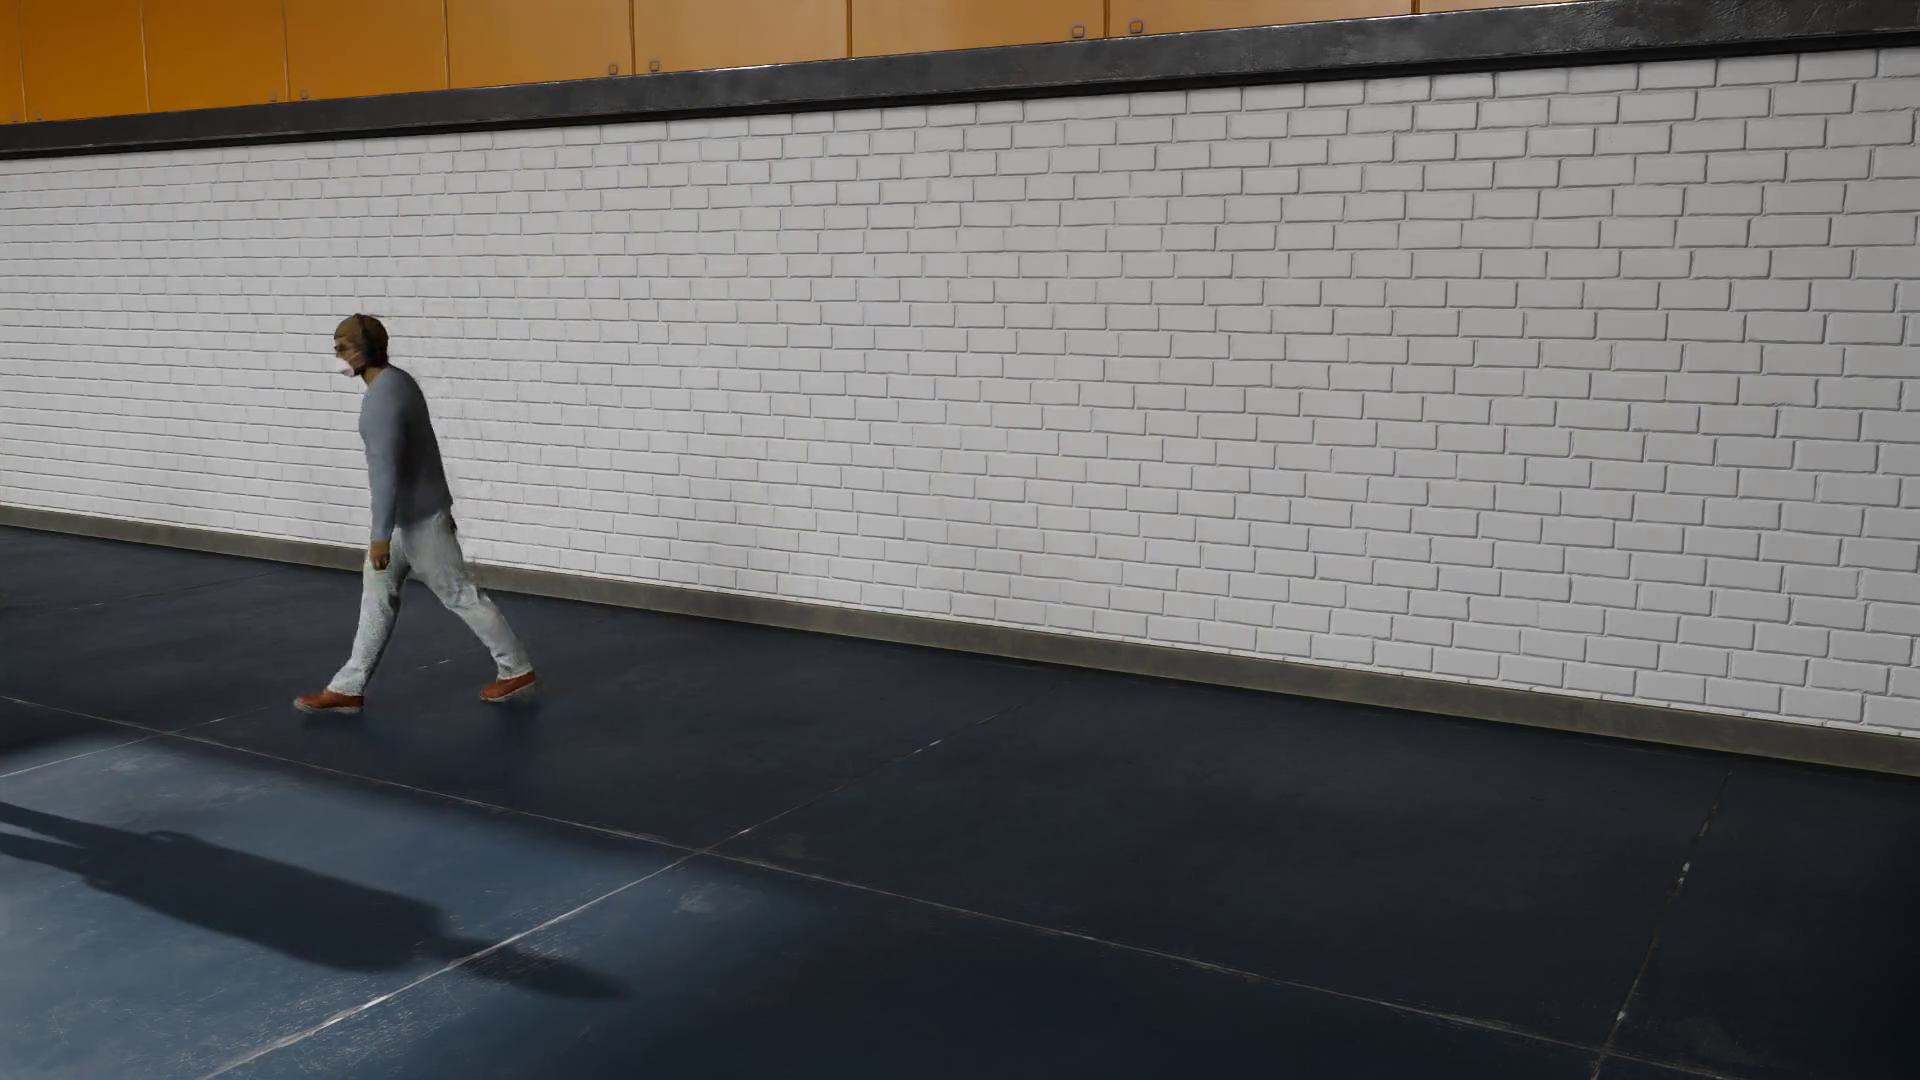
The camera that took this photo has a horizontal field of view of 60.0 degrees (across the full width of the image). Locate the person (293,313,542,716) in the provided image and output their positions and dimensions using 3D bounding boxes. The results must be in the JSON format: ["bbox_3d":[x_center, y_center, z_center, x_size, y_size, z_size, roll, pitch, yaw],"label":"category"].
[{"bbox_3d":[-2.479,-0.109,7.631,1.101,1.858,0.638,-3,10,-19],"label":"person"}]
